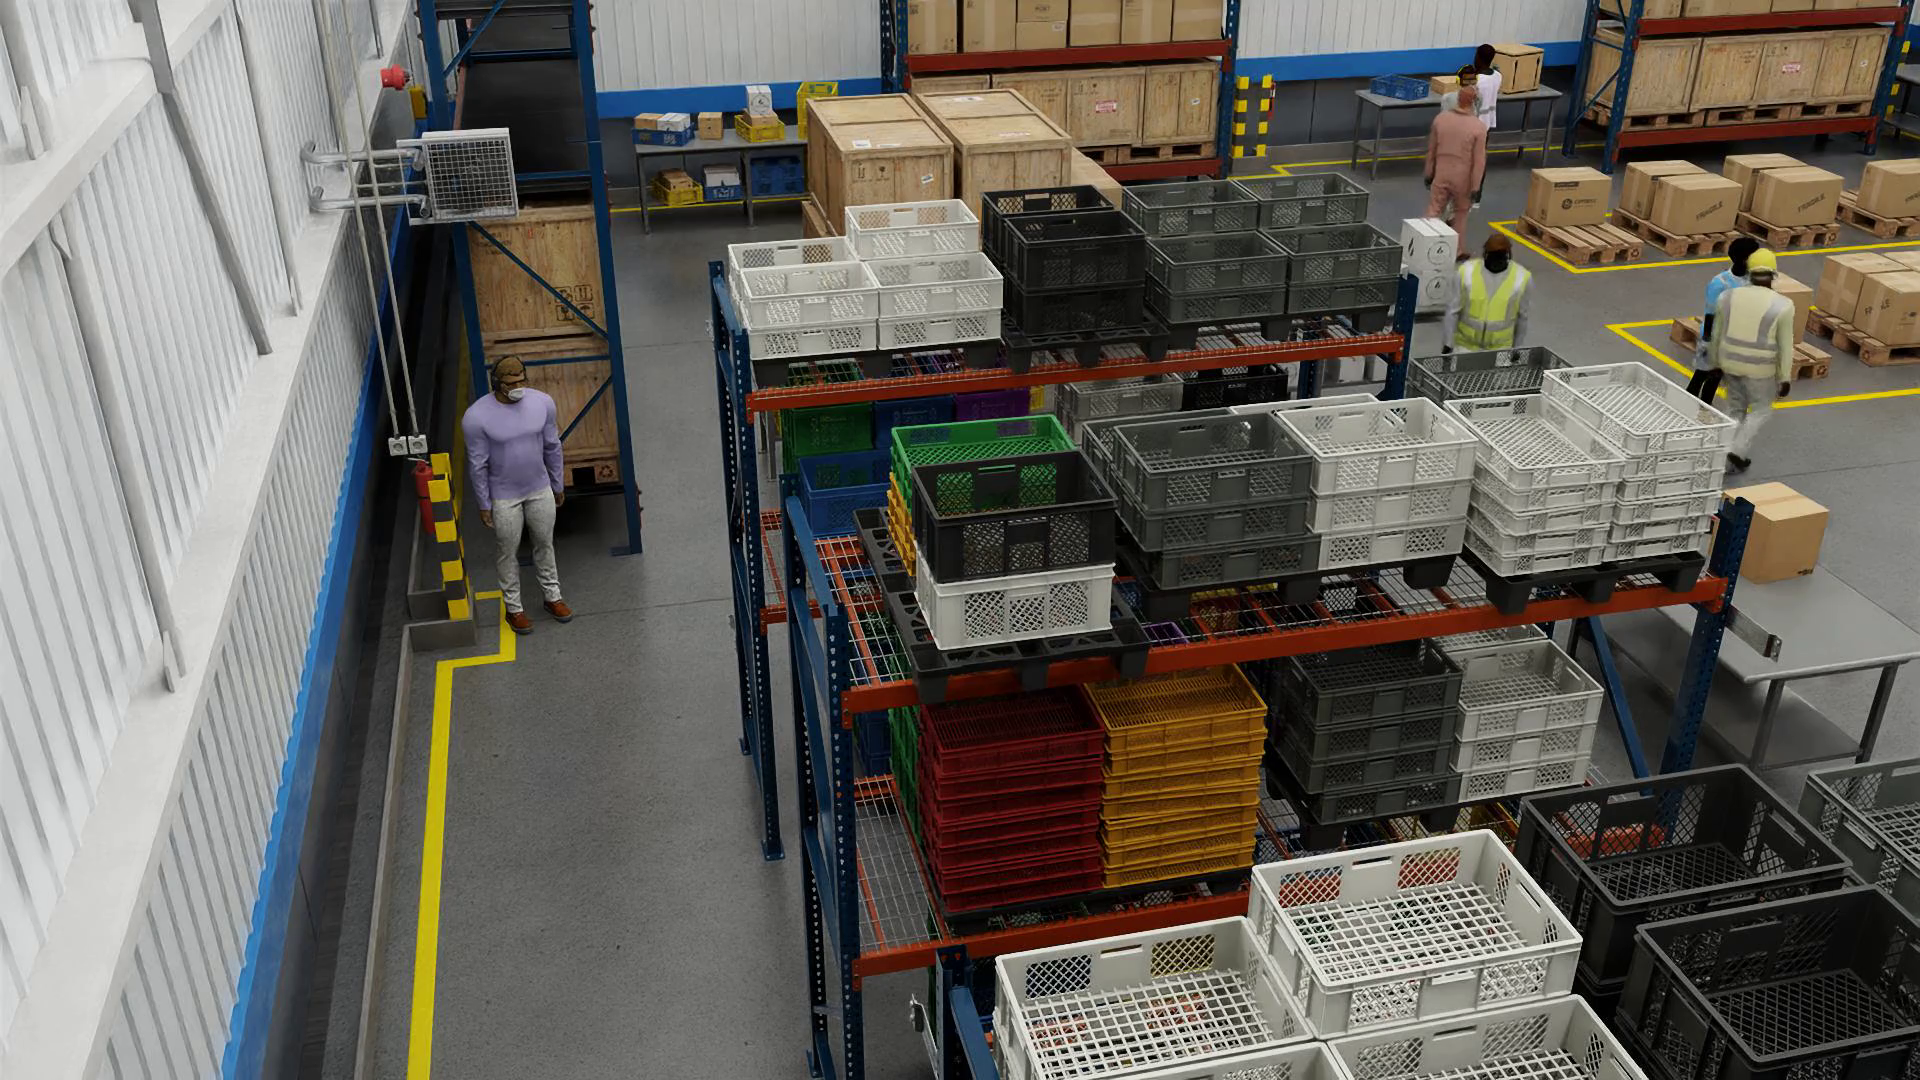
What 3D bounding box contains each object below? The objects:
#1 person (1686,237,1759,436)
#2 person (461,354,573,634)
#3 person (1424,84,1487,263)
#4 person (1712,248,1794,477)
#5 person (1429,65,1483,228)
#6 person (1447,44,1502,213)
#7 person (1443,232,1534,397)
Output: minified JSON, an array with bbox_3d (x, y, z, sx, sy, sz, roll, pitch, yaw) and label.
[{"bbox_3d":[6.269,-1.674,13.673,0.540,1.695,0.317,-16,32,-28],"label":"person"},{"bbox_3d":[-2.864,-0.315,10.850,0.625,1.933,0.374,-19,33,-31],"label":"person"},{"bbox_3d":[5.242,-3.856,17.632,0.500,1.929,0.668,-24,36,-38],"label":"person"},{"bbox_3d":[6.151,-1.356,12.968,0.509,1.789,0.690,-21,34,-34],"label":"person"},{"bbox_3d":[5.557,-4.374,18.611,0.518,1.874,0.329,-4,28,-8],"label":"person"},{"bbox_3d":[6.006,-4.779,19.331,0.392,1.919,0.592,23,35,37],"label":"person"},{"bbox_3d":[4.209,-1.576,13.350,0.635,1.829,0.457,10,30,19],"label":"person"}]
